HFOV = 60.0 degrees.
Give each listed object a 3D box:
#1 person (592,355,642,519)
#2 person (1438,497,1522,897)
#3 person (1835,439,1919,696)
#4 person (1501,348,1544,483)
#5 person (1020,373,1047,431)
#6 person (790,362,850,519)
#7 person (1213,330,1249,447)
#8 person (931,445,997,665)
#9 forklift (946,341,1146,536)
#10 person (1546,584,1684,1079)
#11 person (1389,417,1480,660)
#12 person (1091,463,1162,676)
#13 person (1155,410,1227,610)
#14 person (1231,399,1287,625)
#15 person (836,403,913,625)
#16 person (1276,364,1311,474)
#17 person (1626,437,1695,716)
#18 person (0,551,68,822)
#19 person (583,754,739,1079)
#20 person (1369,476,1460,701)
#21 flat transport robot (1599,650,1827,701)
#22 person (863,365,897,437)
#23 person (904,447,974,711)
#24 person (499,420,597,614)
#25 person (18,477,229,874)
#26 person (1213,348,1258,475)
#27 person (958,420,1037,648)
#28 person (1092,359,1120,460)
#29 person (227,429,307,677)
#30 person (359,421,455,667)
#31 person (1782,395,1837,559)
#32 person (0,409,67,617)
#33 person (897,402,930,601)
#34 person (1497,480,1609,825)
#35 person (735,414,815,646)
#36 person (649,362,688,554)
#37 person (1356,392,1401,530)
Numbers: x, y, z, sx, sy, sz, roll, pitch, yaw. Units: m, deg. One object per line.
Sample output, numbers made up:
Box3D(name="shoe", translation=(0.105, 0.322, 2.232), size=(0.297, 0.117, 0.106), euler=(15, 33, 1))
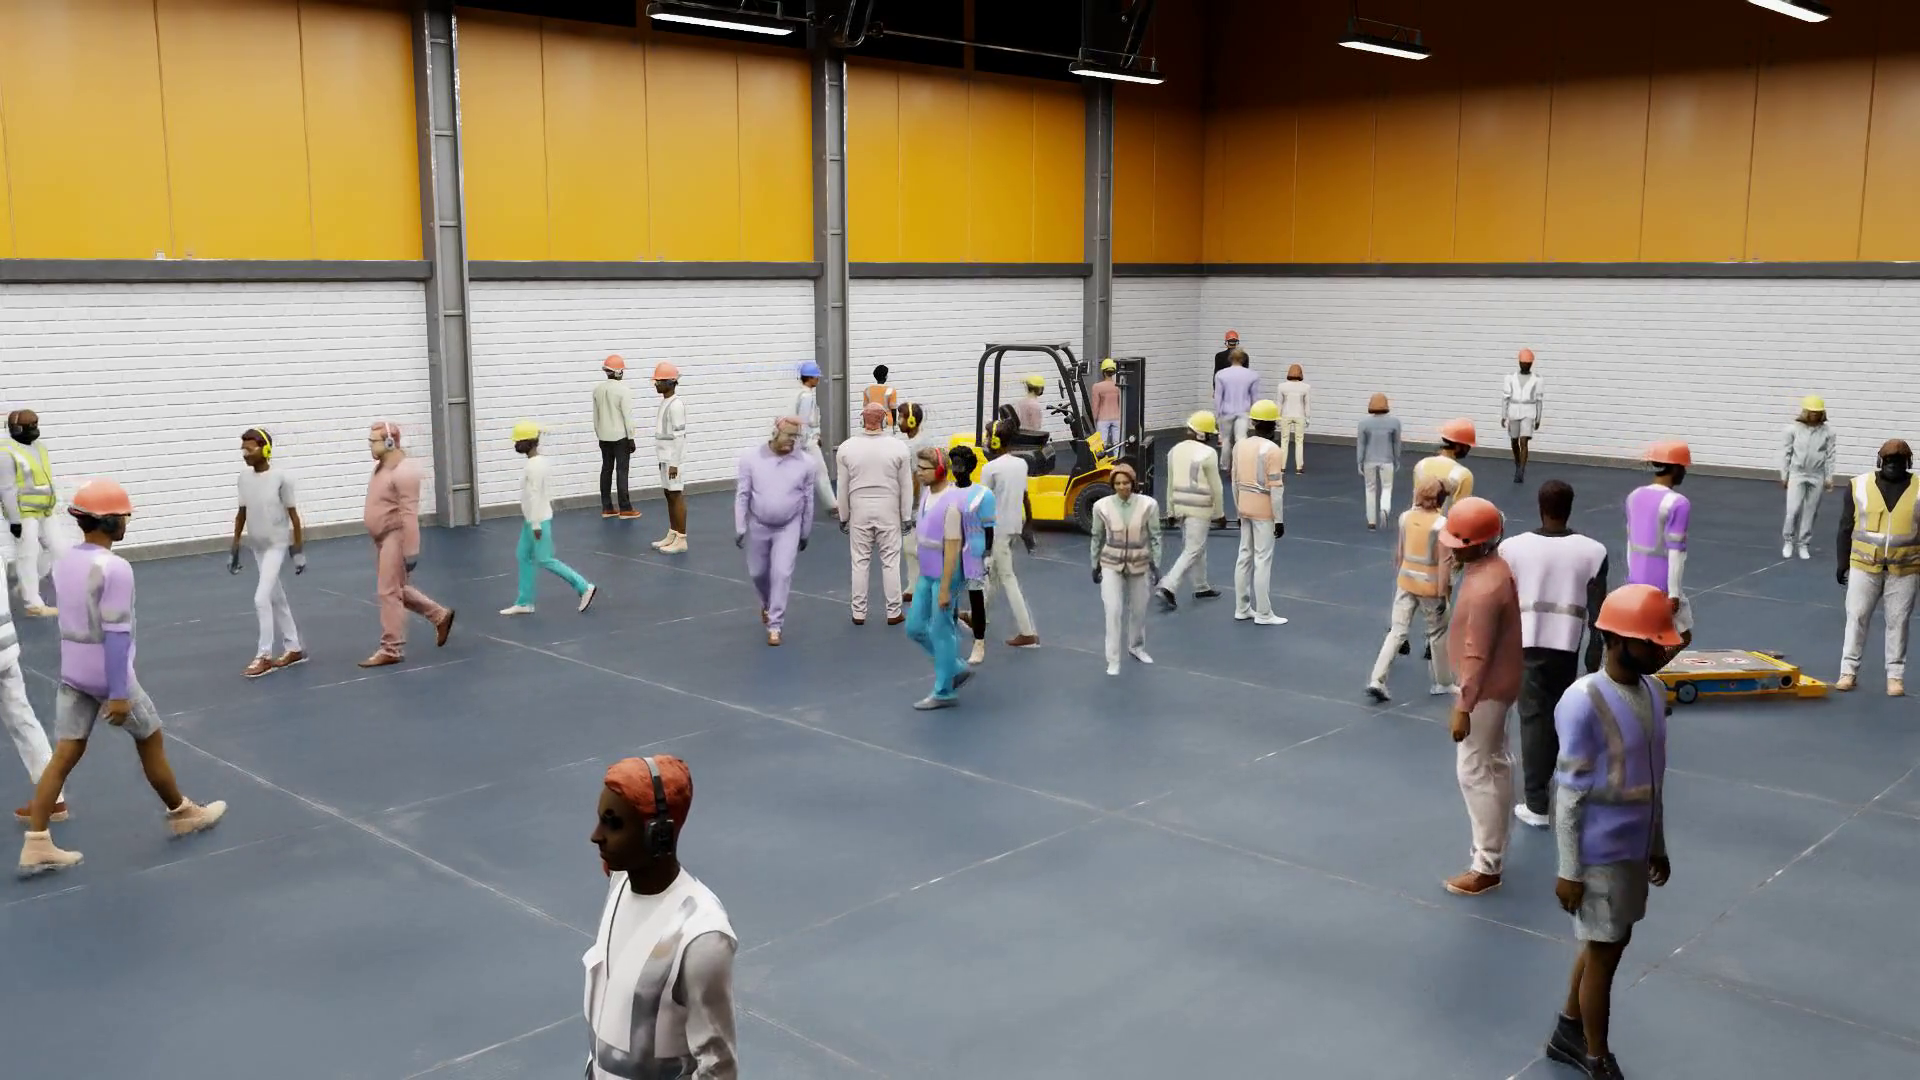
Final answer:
Box3D(name="person", translation=(-4.191, -1.256, 20.259), size=(0.611, 1.996, 0.378), euler=(6, 11, 32))
Box3D(name="person", translation=(2.562, 0.737, 8.217), size=(0.402, 1.953, 0.759), euler=(4, 10, 22))
Box3D(name="person", translation=(6.596, 0.192, 11.864), size=(0.634, 1.839, 0.429), euler=(5, 11, 29))
Box3D(name="person", translation=(8.098, -1.808, 23.914), size=(0.537, 1.912, 0.901), euler=(5, 11, 29))
Box3D(name="person", translation=(0.822, -1.215, 20.792), size=(0.550, 1.748, 0.551), euler=(-3, 10, -18))
Box3D(name="person", translation=(-1.742, -1.197, 20.156), size=(0.935, 1.903, 0.605), euler=(-3, 10, -18))
Box3D(name="person", translation=(4.614, -2.569, 28.346), size=(0.617, 1.990, 0.402), euler=(-1, 9, -7))
Box3D(name="person", translation=(0.021, 0.114, 12.775), size=(0.531, 1.697, 0.322), euler=(5, 10, 27))
Box3D(name="forklift", translation=(0.977, -1.223, 19.452), size=(2.313, 2.155, 1.214), euler=(2, 9, 11))
Box3D(name="person", translation=(2.393, 1.100, 6.054), size=(0.557, 1.937, 0.487), euler=(-7, 11, -36))
Box3D(name="person", translation=(3.635, 0.010, 12.760), size=(0.586, 1.912, 0.584), euler=(-6, 11, -34))
Box3D(name="person", translation=(1.251, 0.193, 12.597), size=(0.529, 1.603, 0.602), euler=(1, 9, 3))
Box3D(name="person", translation=(2.062, -0.274, 14.914), size=(0.863, 1.788, 0.579), euler=(-5, 11, -30))
Box3D(name="person", translation=(2.564, -0.237, 14.220), size=(0.371, 1.929, 0.584), euler=(-5, 11, -30))
Box3D(name="person", translation=(-0.719, -0.218, 14.175), size=(0.651, 1.905, 0.409), euler=(0, 9, 3))
Box3D(name="person", translation=(4.942, -1.787, 24.652), size=(0.500, 1.627, 0.273), euler=(2, 9, 12))
Box3D(name="person", translation=(4.658, 0.272, 11.129), size=(0.465, 1.918, 0.554), euler=(-3, 10, -19))
Box3D(name="person", translation=(-5.395, 0.662, 9.012), size=(1.013, 1.821, 0.614), euler=(0, 9, -1))
Box3D(name="person", translation=(-0.739, 1.439, 4.082), size=(0.355, 1.883, 0.573), euler=(-6, 11, -33))
Box3D(name="person", translation=(3.212, 0.348, 11.696), size=(0.851, 1.603, 0.533), euler=(-6, 11, -35))
Box3D(name="flat transport robot", translation=(5.356, 0.962, 11.935), size=(1.431, 0.197, 0.652), euler=(-1, 9, -6))
Box3D(name="person", translation=(-1.120, -1.620, 23.439), size=(0.532, 1.691, 0.322), euler=(4, 10, 22))
Box3D(name="person", translation=(-0.148, 0.267, 11.411), size=(0.445, 1.830, 0.594), euler=(-4, 10, -21))
Box3D(name="person", translation=(-3.631, -0.190, 14.549), size=(0.782, 1.734, 0.525), euler=(-2, 10, -14))
Box3D(name="person", translation=(-4.389, 0.668, 8.523), size=(0.626, 1.980, 1.106), euler=(5, 11, 30))
Box3D(name="person", translation=(3.972, -1.825, 24.067), size=(0.655, 1.888, 0.983), euler=(0, 9, 2))
Box3D(name="person", translation=(0.275, -0.064, 13.496), size=(0.978, 1.818, 0.539), euler=(7, 12, 39))
Box3D(name="person", translation=(2.100, -1.686, 23.603), size=(0.525, 1.769, 0.310), euler=(-3, 10, -19))
Box3D(name="person", translation=(-5.268, 0.093, 12.450), size=(0.540, 1.838, 0.788), euler=(4, 10, 24))
Box3D(name="person", translation=(-4.302, 0.013, 12.836), size=(0.737, 1.886, 0.650), euler=(-7, 11, -35))
Box3D(name="person", translation=(8.843, -0.645, 17.333), size=(0.487, 1.728, 0.457), euler=(3, 10, 16))
Box3D(name="person", translation=(-8.088, -0.228, 14.464), size=(0.437, 1.830, 0.653), euler=(0, 9, 3))
Box3D(name="person", translation=(-0.324, -0.324, 15.021), size=(0.605, 1.851, 0.518), euler=(1, 9, 3))
Box3D(name="person", translation=(3.270, 0.592, 9.341), size=(0.625, 1.852, 1.008), euler=(2, 10, 14))
Box3D(name="person", translation=(-1.512, -0.114, 13.665), size=(0.660, 1.867, 0.816), euler=(0, 9, -3))
Box3D(name="person", translation=(-3.118, -0.879, 17.808), size=(0.372, 2.044, 0.608), euler=(-4, 10, -23))
Box3D(name="person", translation=(4.820, -0.890, 19.151), size=(0.515, 1.618, 0.546), euler=(2, 9, 11))
